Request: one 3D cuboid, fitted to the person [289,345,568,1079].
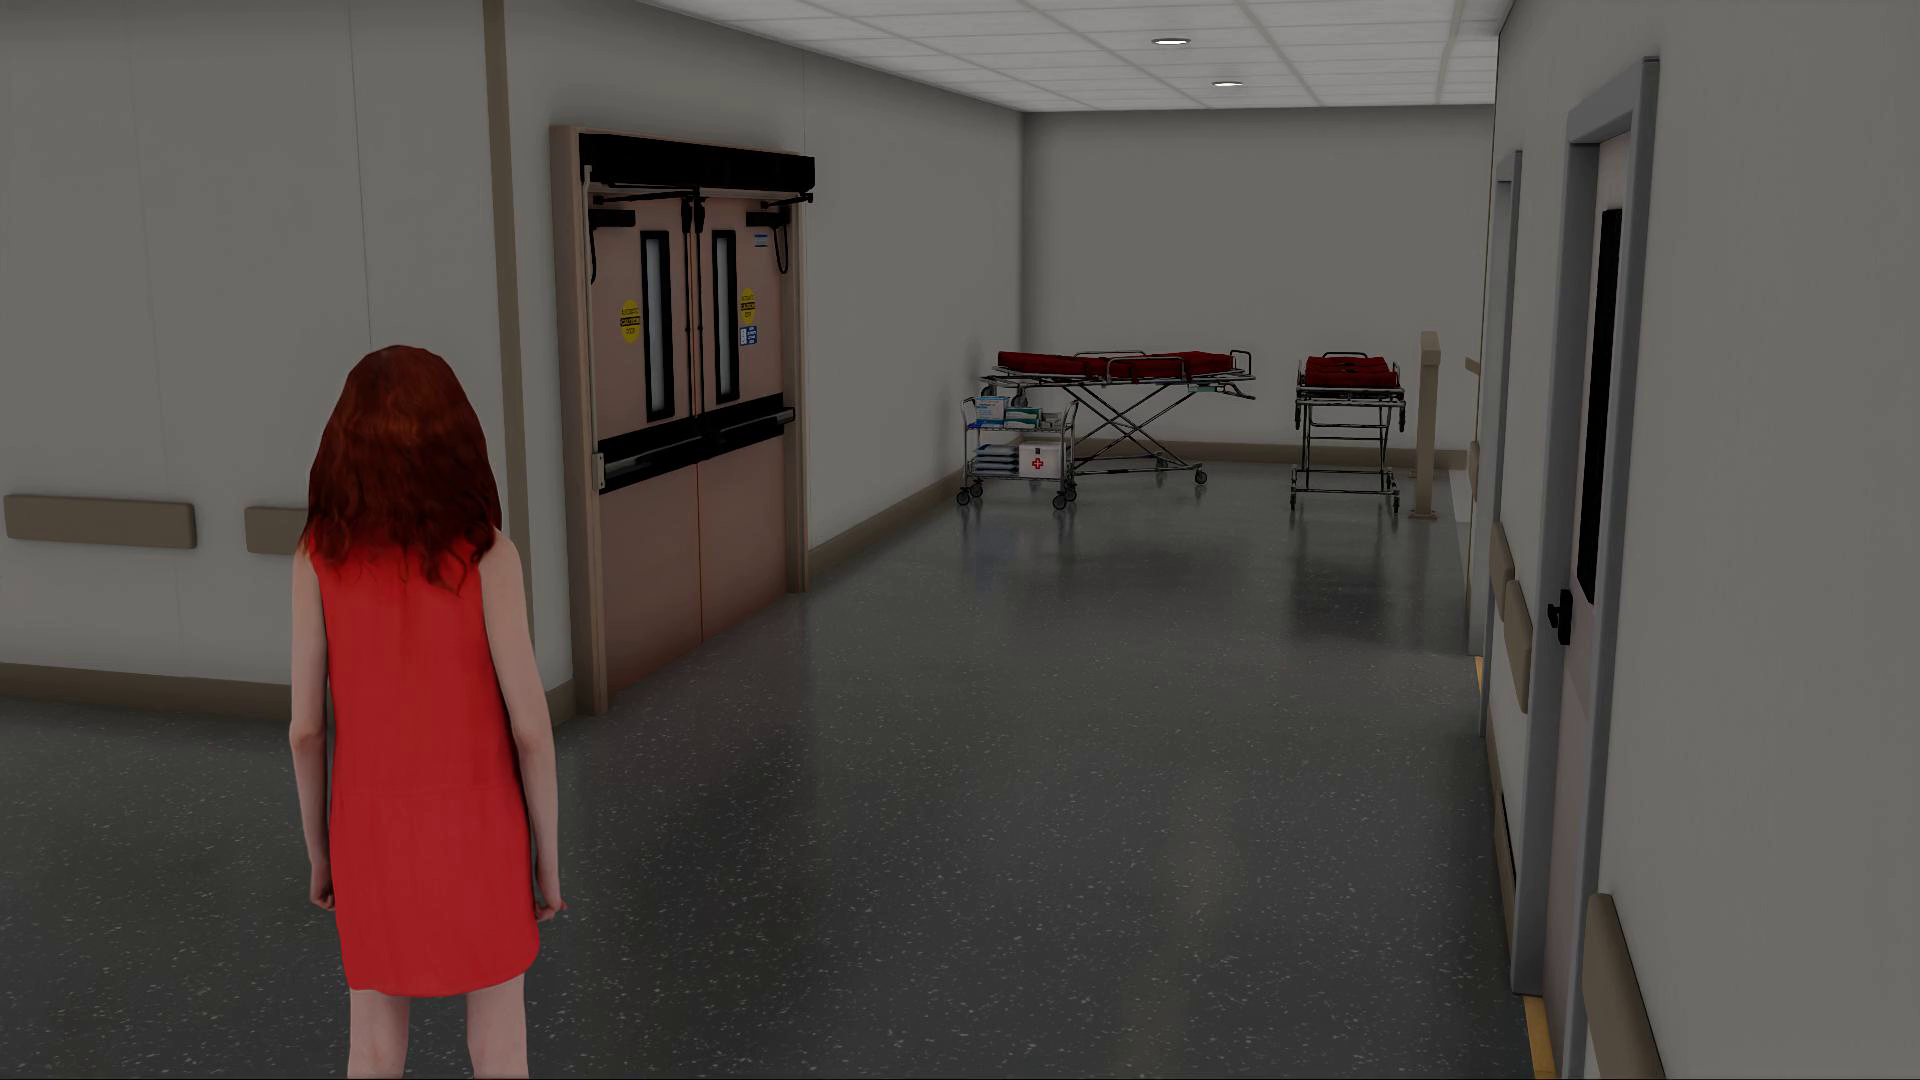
[{"bbox_3d":[-0.954,0.568,2.980,0.649,1.826,0.588,0,11,2],"label":"person"}]
